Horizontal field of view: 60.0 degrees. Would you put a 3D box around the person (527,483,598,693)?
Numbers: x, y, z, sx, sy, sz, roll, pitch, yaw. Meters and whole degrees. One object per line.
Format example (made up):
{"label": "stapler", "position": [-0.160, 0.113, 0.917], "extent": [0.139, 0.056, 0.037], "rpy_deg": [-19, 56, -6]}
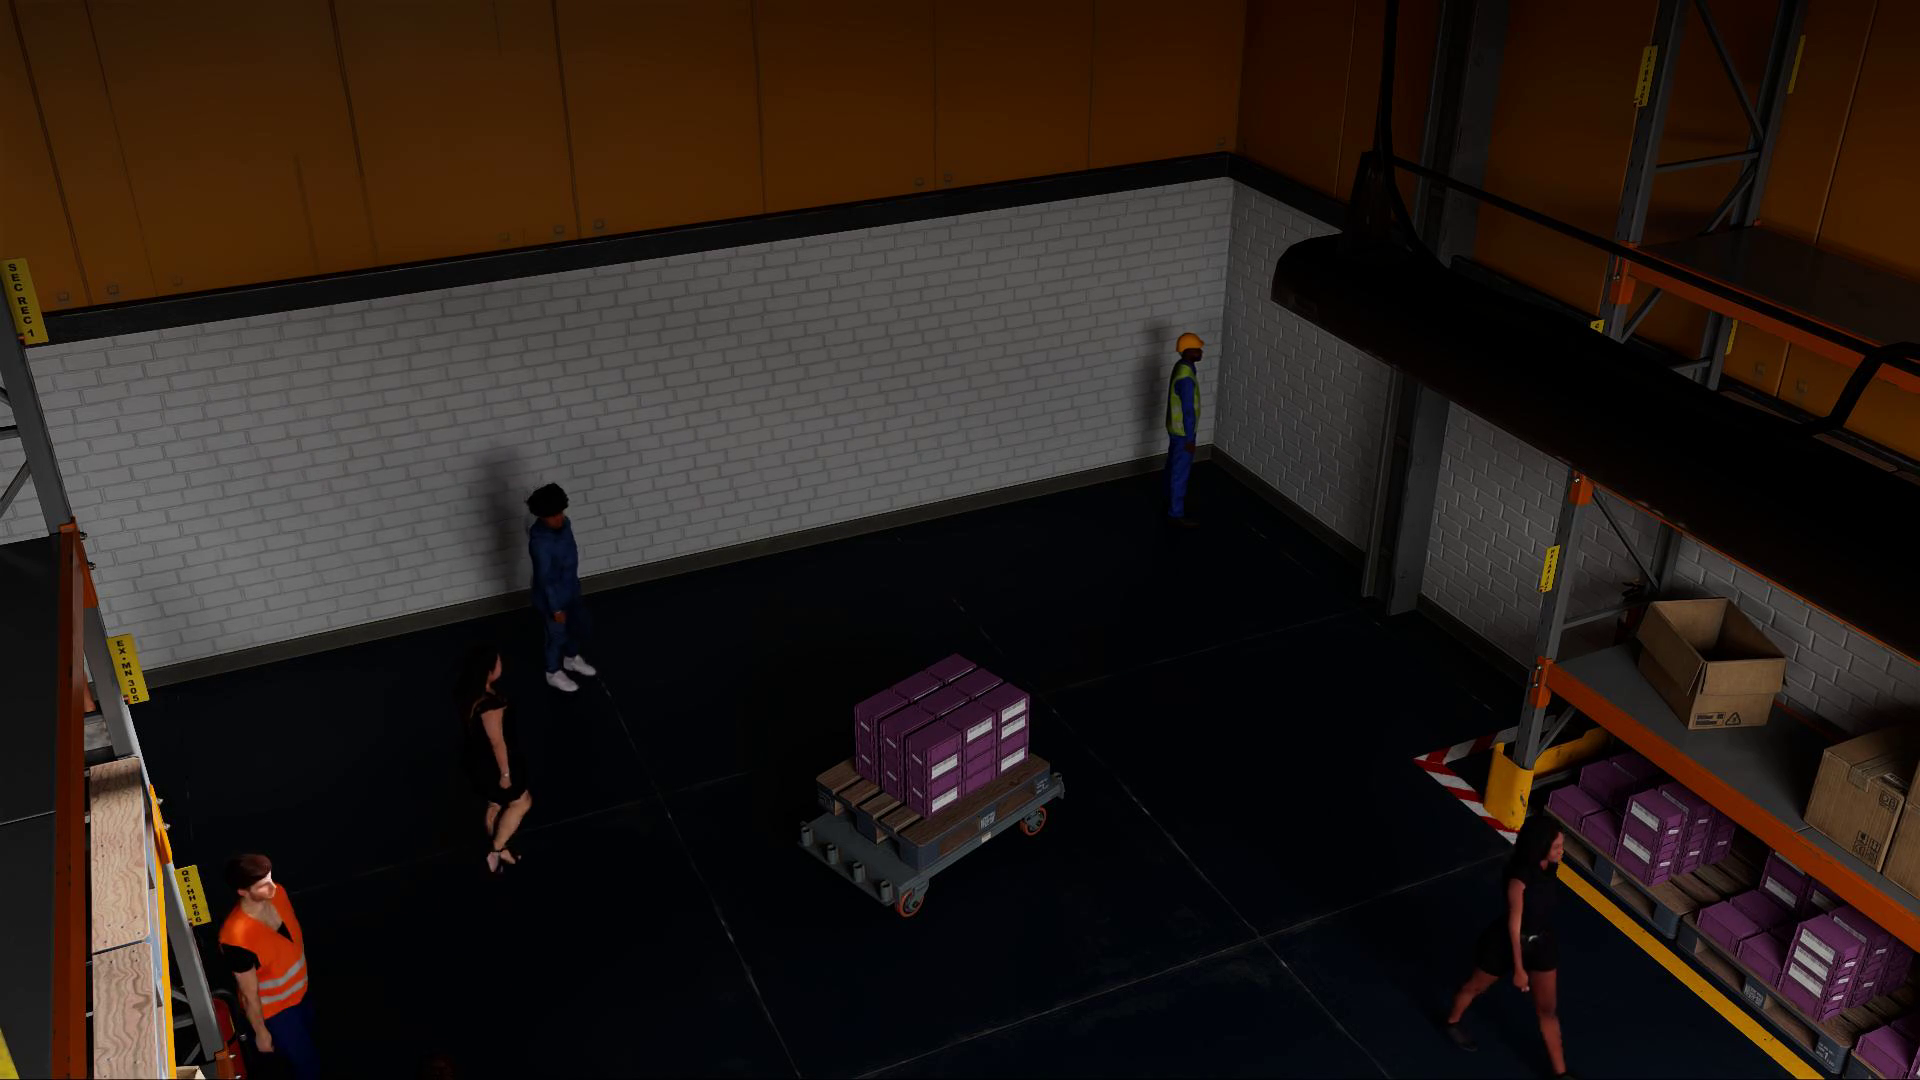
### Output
{"label": "person", "position": [-3.046, 0.354, 12.425], "extent": [0.911, 1.781, 0.835], "rpy_deg": [1, 29, 2]}

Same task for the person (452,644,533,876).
{"label": "person", "position": [-3.031, 1.441, 10.512], "extent": [0.808, 1.705, 0.734], "rpy_deg": [-24, 37, -37]}

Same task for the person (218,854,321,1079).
{"label": "person", "position": [-3.630, 2.375, 8.635], "extent": [1.047, 1.862, 1.089], "rpy_deg": [1, 29, 3]}

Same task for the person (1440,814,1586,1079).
{"label": "person", "position": [2.962, 2.206, 9.123], "extent": [0.804, 1.692, 1.204], "rpy_deg": [-20, 35, -33]}

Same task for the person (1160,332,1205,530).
{"label": "person", "position": [1.991, -1.007, 14.887], "extent": [0.812, 1.813, 0.686], "rpy_deg": [1, 29, 1]}
